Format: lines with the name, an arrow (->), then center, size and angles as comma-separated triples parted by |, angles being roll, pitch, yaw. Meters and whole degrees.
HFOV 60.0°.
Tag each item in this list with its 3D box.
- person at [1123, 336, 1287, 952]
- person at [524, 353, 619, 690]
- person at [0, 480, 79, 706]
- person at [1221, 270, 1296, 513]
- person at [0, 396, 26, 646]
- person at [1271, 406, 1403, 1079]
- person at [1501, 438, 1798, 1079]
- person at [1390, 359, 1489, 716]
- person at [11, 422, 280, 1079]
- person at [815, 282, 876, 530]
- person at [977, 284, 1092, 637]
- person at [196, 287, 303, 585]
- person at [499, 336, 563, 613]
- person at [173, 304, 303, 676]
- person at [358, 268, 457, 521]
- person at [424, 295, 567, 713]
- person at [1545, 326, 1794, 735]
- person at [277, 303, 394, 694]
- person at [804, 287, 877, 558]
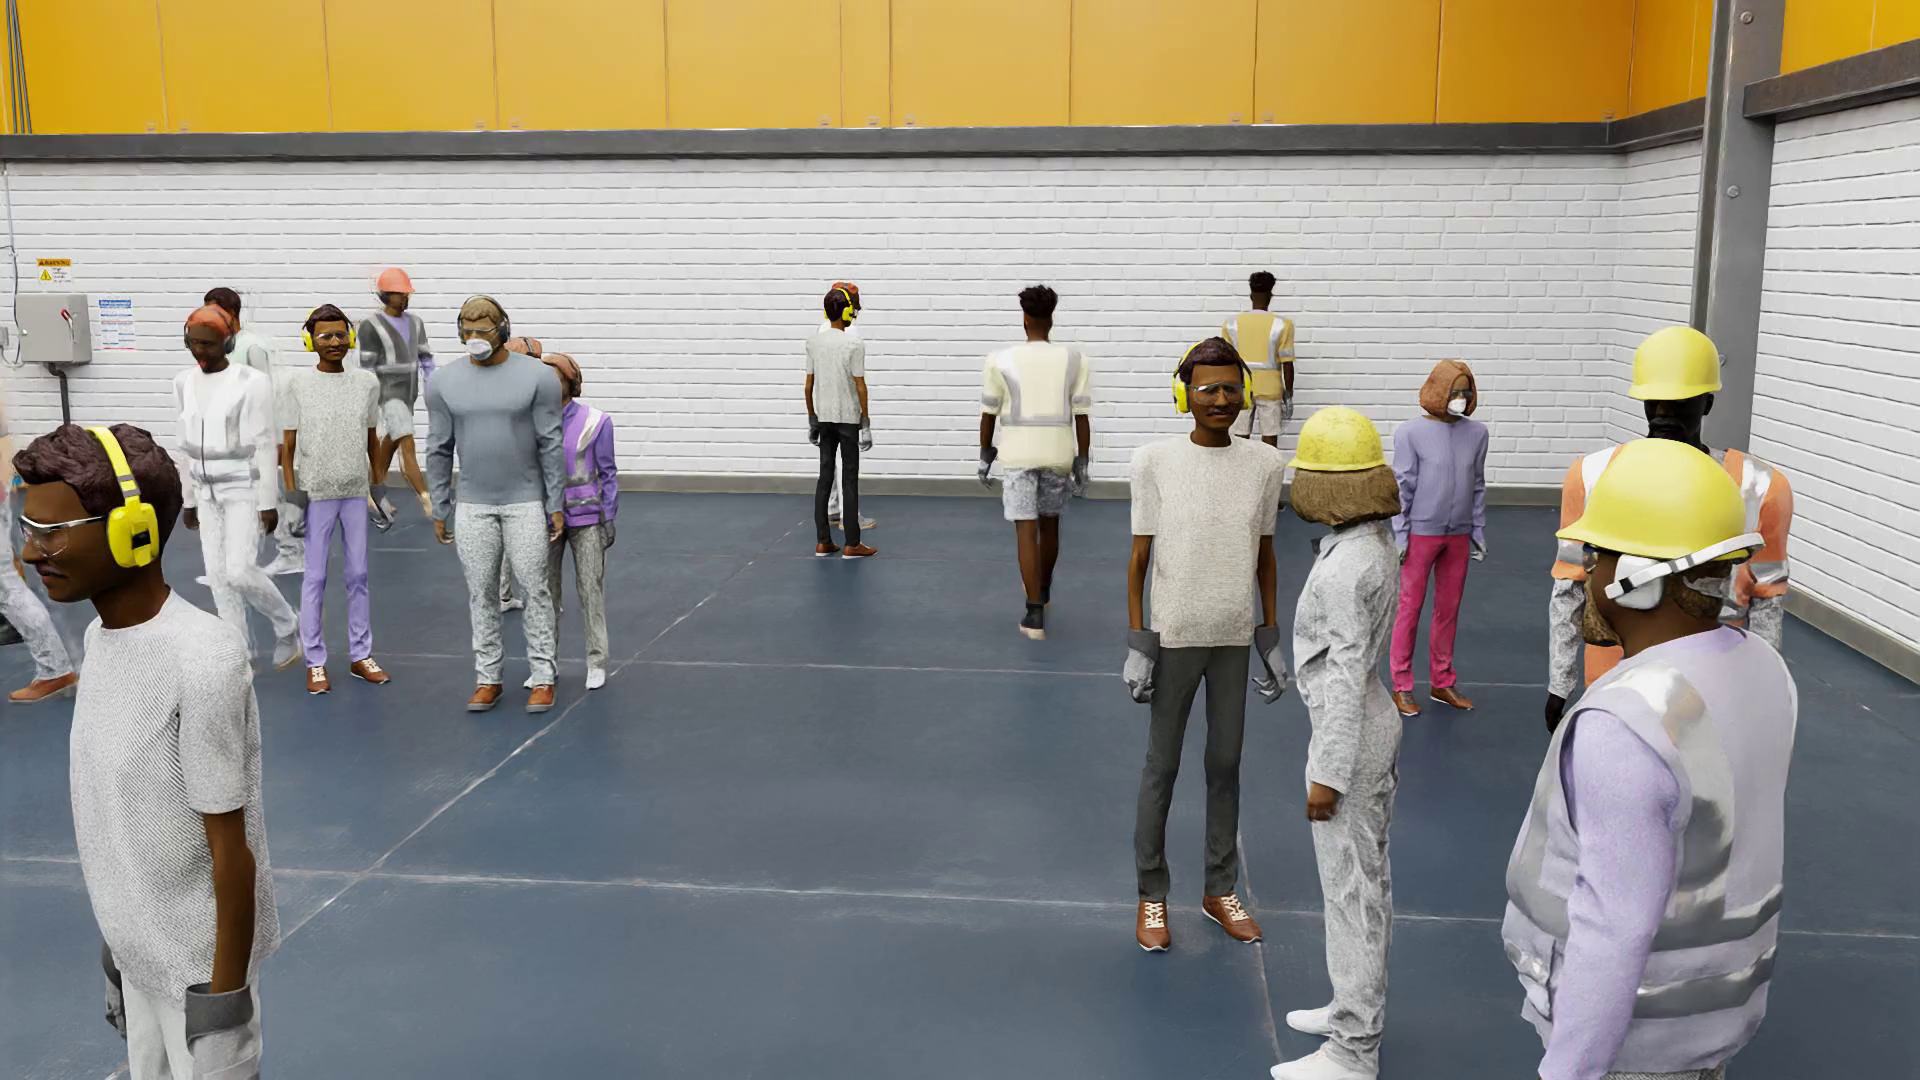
person -> 0.752, 0.320, 5.079 | 0.514, 1.868, 0.329 | -2, 10, -12
person -> -1.910, -0.084, 8.048 | 0.523, 1.636, 0.310 | 1, 10, 4
person -> -4.579, -0.118, 7.522 | 1.020, 1.877, 0.653 | -9, 13, -42
person -> 2.400, -1.188, 13.428 | 0.613, 1.961, 0.368 | 4, 11, 23
person -> -5.210, -0.339, 8.781 | 0.507, 1.897, 0.566 | -7, 12, -36
person -> 0.959, 0.531, 4.232 | 0.313, 1.741, 0.487 | 4, 11, 22
person -> 1.094, 0.749, 2.718 | 0.404, 1.833, 0.592 | 9, 13, 42
person -> 2.203, -0.013, 7.654 | 0.497, 1.632, 0.289 | -3, 10, -19
person -> -1.305, 0.731, 2.756 | 0.510, 1.861, 0.324 | 9, 13, 41
person -> -0.897, -1.023, 12.716 | 0.359, 1.884, 0.573 | -6, 12, -32
person -> 0.400, -0.471, 9.434 | 0.616, 1.922, 0.986 | -2, 10, -12
person -> -4.645, -0.658, 10.628 | 0.861, 1.878, 0.627 | -9, 13, -41
person -> -2.544, -0.360, 9.660 | 0.513, 1.630, 0.318 | 7, 12, 35
person -> -3.569, -0.220, 8.154 | 0.587, 1.867, 0.444 | 4, 11, 22
person -> -4.410, -1.146, 13.164 | 1.074, 1.983, 0.623 | 4, 11, 22
person -> -2.130, -0.158, 7.659 | 0.640, 1.927, 0.388 | 0, 10, -2
person -> 1.902, 0.385, 4.533 | 0.594, 1.924, 0.381 | 5, 11, 29
person -> -3.017, -0.204, 8.065 | 0.518, 1.874, 0.330 | -8, 13, -39
person -> -0.828, -0.805, 11.511 | 0.533, 1.871, 0.320 | 6, 11, 29
